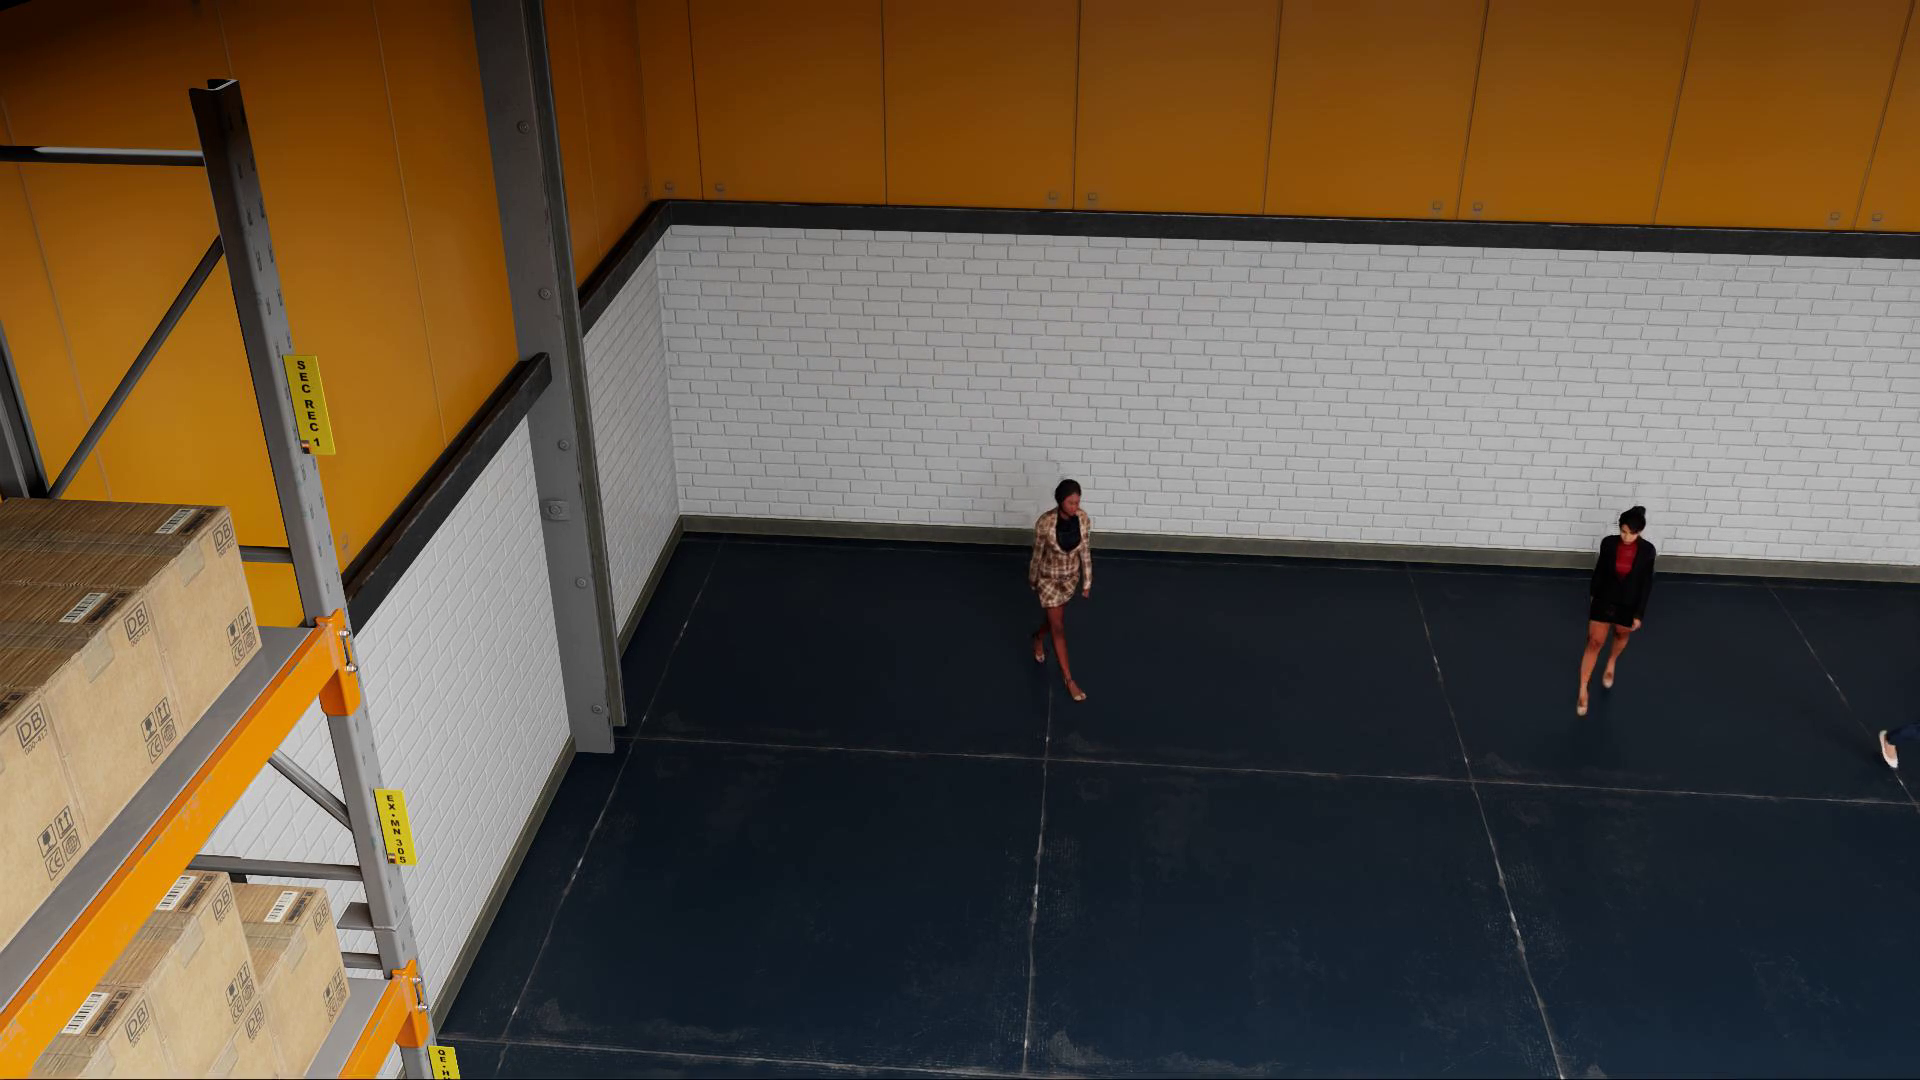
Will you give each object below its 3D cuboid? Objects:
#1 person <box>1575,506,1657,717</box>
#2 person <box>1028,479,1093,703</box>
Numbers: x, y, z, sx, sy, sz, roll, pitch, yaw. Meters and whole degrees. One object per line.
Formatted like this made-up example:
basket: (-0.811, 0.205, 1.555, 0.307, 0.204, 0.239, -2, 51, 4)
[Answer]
person: (4.862, 0.469, 12.272, 0.772, 1.598, 1.084, 12, 31, 20)
person: (0.701, 0.303, 12.450, 0.930, 1.719, 1.248, -10, 30, -17)
